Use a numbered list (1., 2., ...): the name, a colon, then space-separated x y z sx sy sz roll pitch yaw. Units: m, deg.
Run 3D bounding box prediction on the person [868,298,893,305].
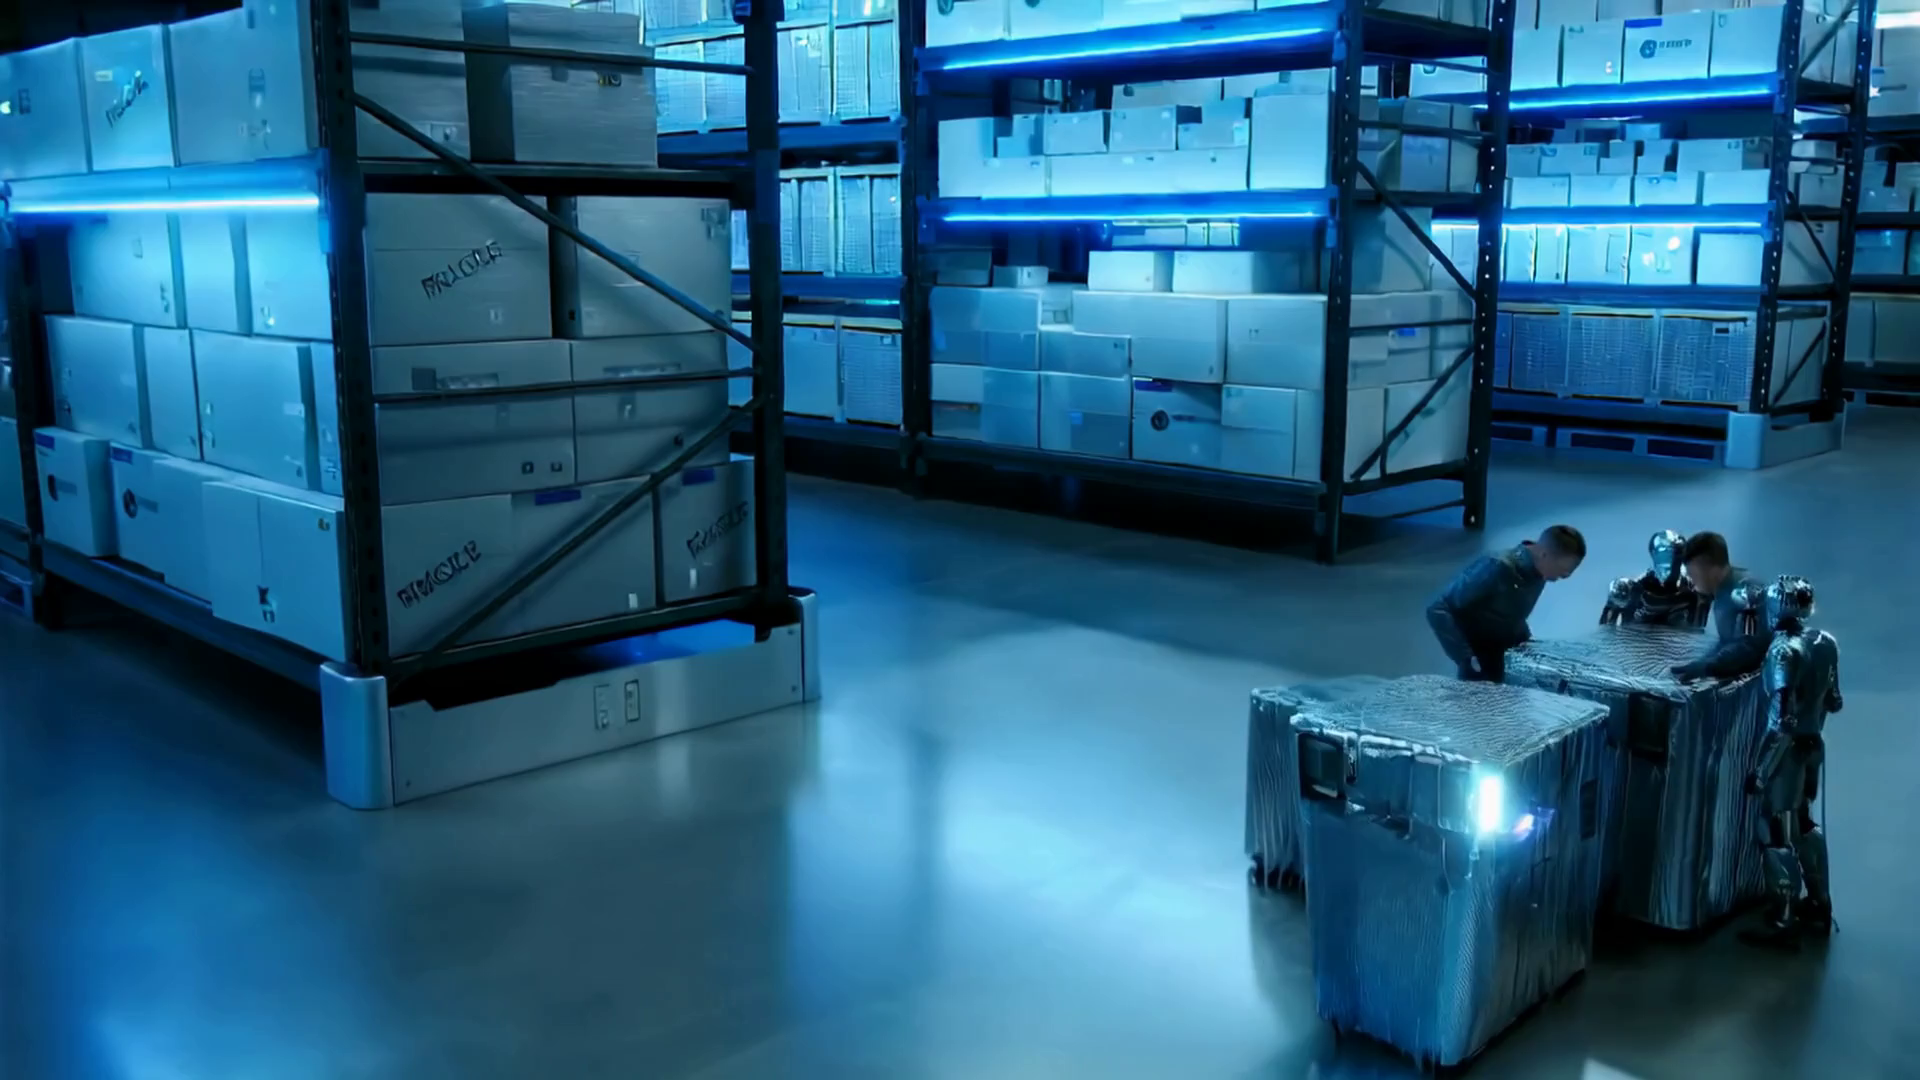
1. person: -1.051 -2.794 21.660 0.360 1.939 0.543 4 11 19
